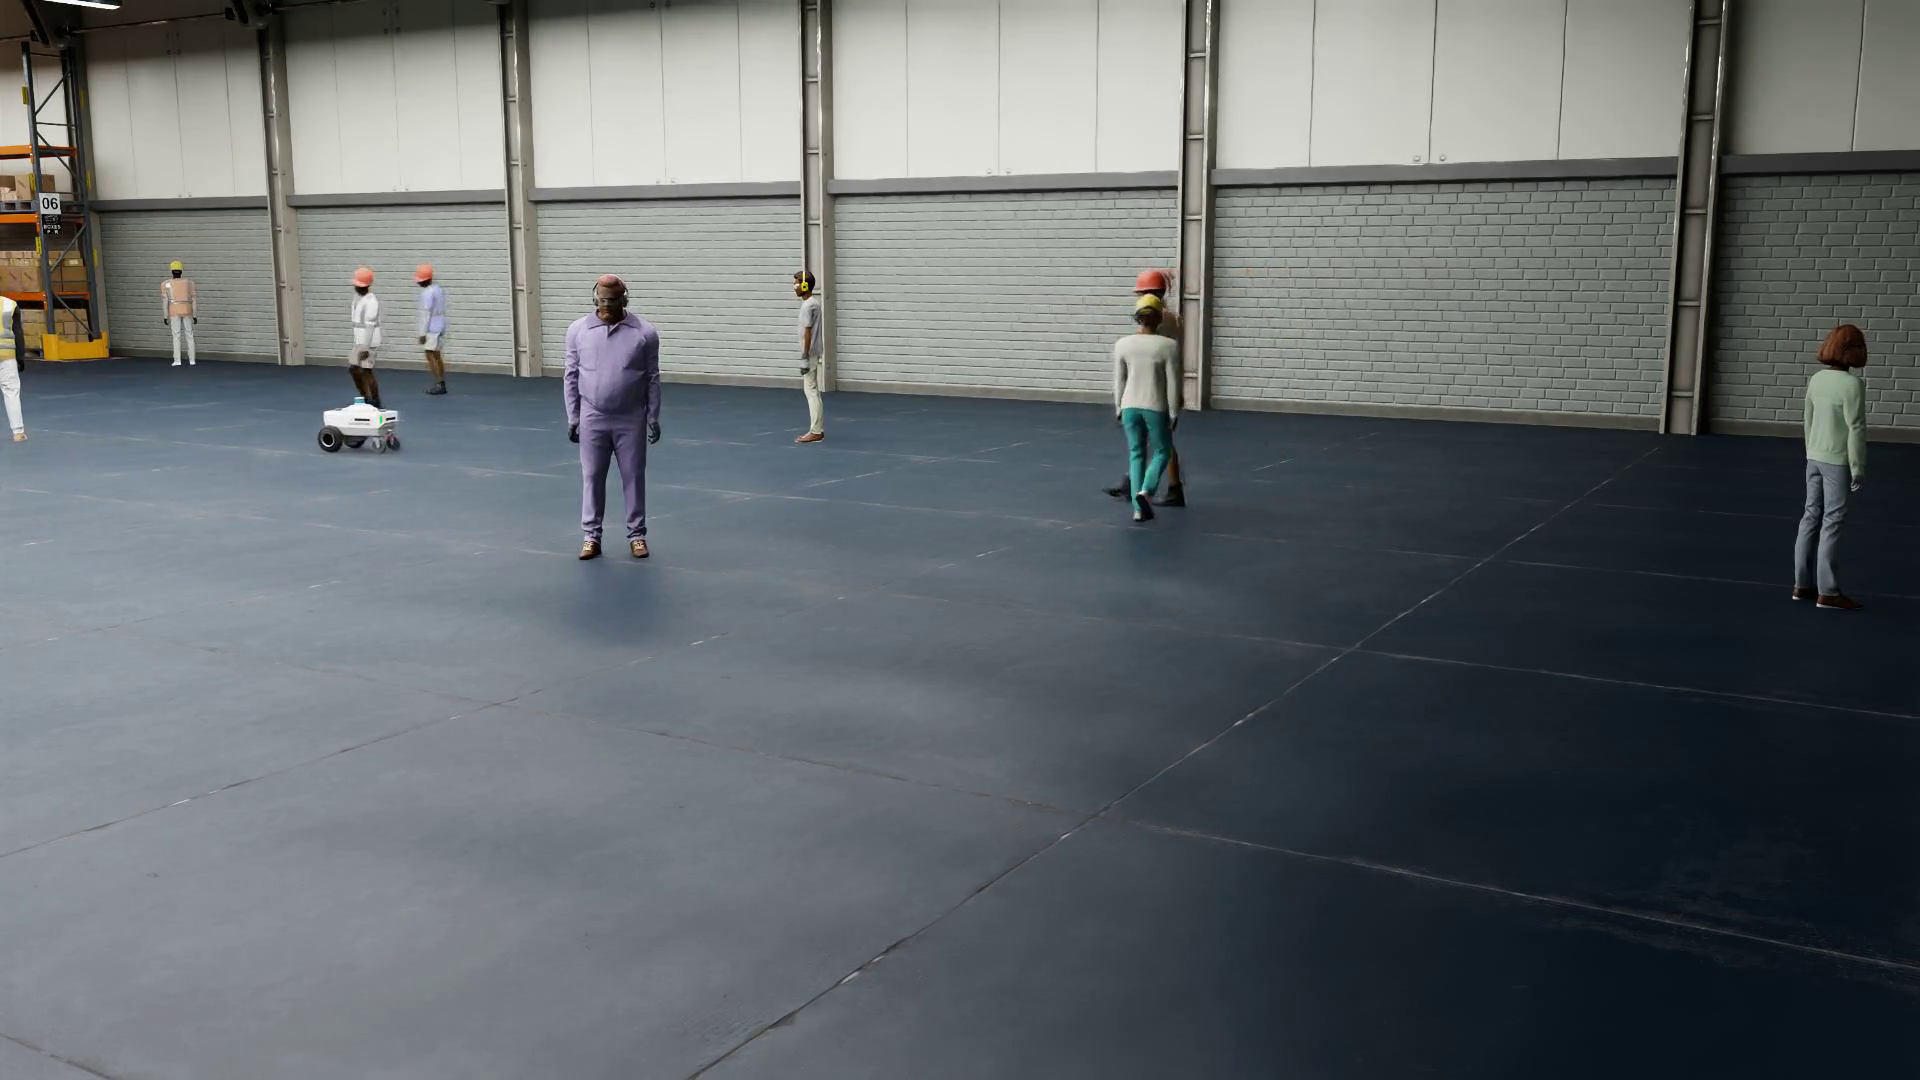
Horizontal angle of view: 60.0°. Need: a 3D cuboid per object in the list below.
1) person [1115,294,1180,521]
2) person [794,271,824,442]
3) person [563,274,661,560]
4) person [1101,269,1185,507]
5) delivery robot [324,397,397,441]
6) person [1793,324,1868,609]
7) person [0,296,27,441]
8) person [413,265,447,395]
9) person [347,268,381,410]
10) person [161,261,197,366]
[{"bbox_3d":[1.405,-0.987,12.605,0.528,1.742,0.461,4,11,24],"label":"person"},{"bbox_3d":[-1.649,-1.995,18.156,0.312,1.864,0.510,0,10,1],"label":"person"},{"bbox_3d":[-2.321,-0.816,11.133,0.640,1.902,0.407,-2,10,-9],"label":"person"},{"bbox_3d":[1.469,-1.226,13.491,0.883,1.901,0.559,5,11,28],"label":"person"},{"bbox_3d":[-6.215,-1.237,17.253,0.707,0.478,0.477,2,10,13],"label":"delivery robot"},{"bbox_3d":[5.054,-0.425,9.611,0.286,1.636,0.498,-1,10,-5],"label":"person"},{"bbox_3d":[-10.514,-1.974,18.078,0.624,1.844,0.430,-5,11,-28],"label":"person"},{"bbox_3d":[-7.739,-3.071,24.391,0.385,1.888,0.665,0,10,0],"label":"person"},{"bbox_3d":[-7.543,-2.505,21.091,0.447,1.871,0.638,-9,13,-44],"label":"person"},{"bbox_3d":[-14.395,-4.172,30.695,0.592,1.926,0.366,-7,12,-37],"label":"person"}]
